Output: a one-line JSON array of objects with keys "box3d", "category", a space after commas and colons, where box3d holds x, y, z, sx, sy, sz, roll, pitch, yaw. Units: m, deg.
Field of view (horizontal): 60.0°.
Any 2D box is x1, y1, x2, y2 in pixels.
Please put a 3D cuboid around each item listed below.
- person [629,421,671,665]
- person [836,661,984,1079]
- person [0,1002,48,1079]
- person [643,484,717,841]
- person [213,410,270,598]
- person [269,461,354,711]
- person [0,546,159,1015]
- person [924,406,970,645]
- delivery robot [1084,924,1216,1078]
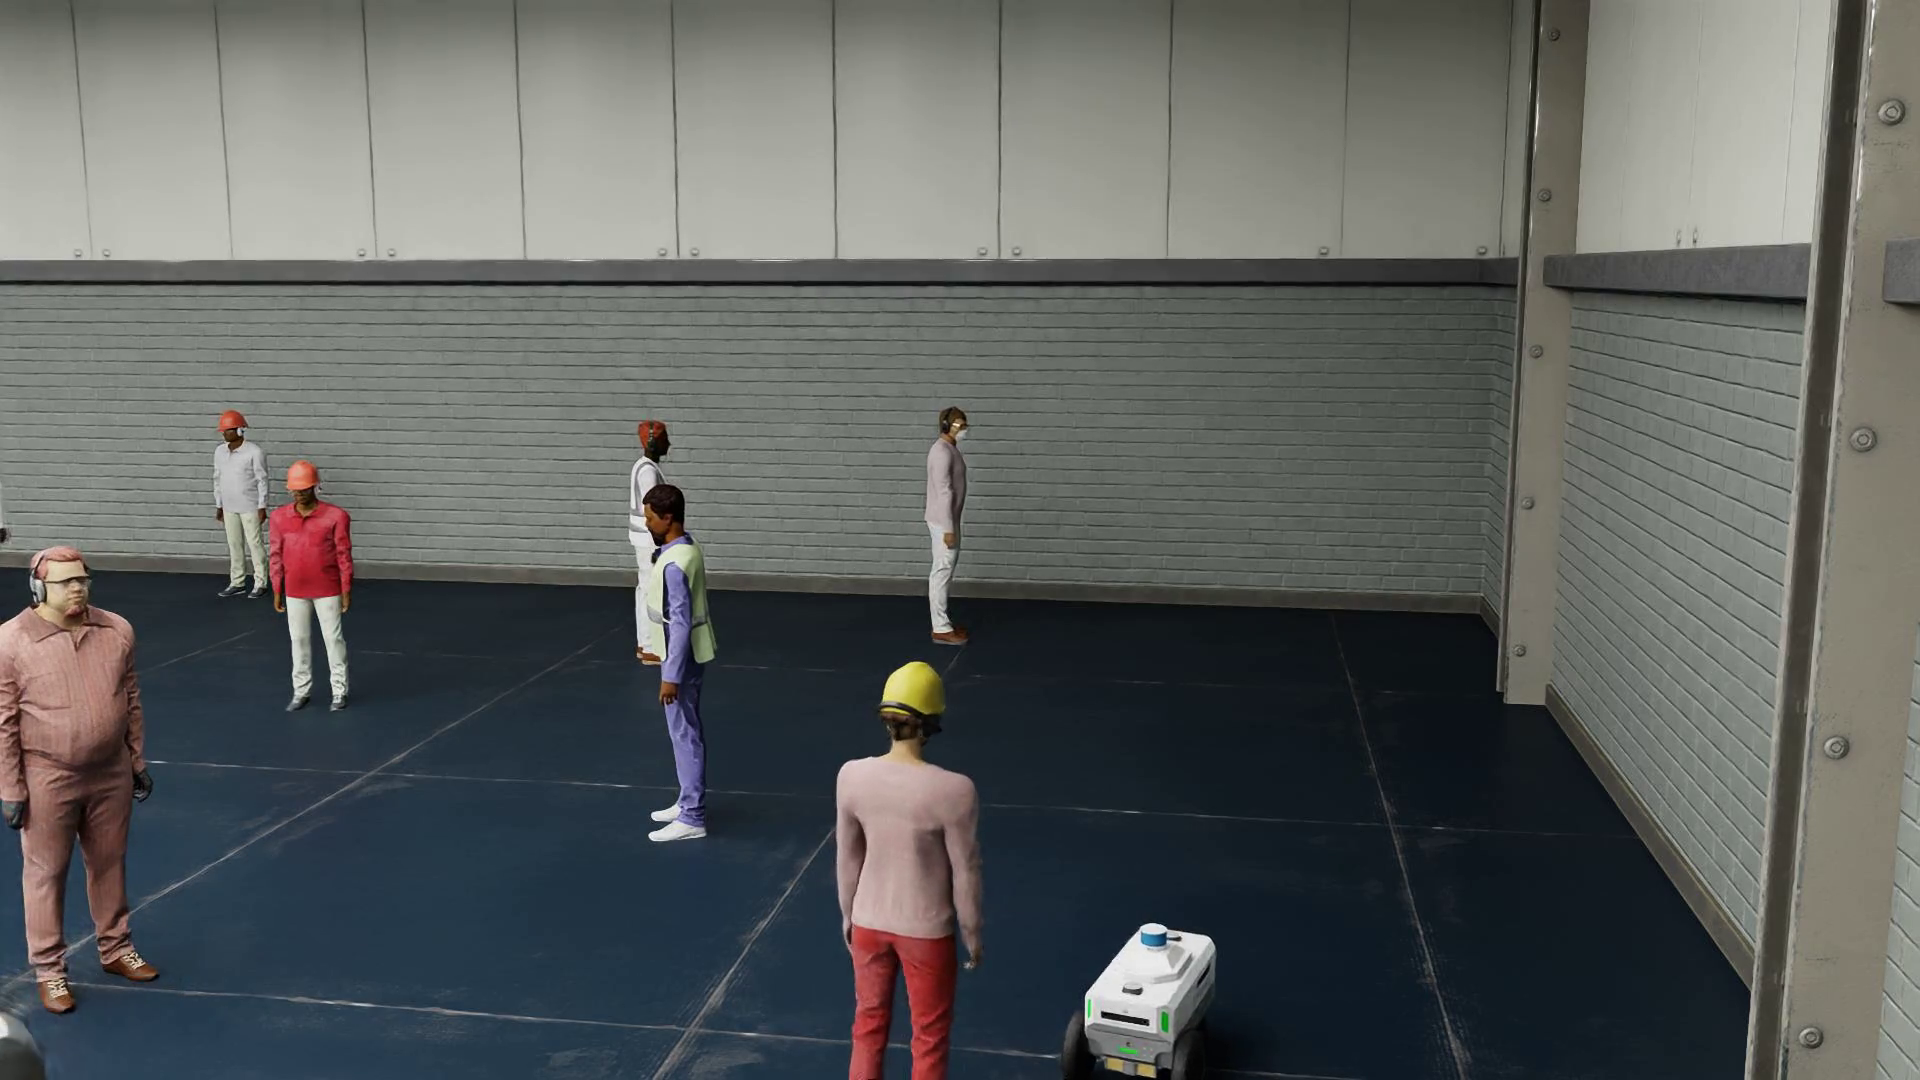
[{"box3d": [-2.376, 0.018, 12.873, 0.362, 1.882, 0.576, -2, 10, -14], "category": "person"}, {"box3d": [-0.161, 1.273, 5.533, 0.527, 1.756, 0.363, 5, 10, 28], "category": "person"}, {"box3d": [-1.929, 1.521, 3.195, 0.655, 2.024, 0.459, 6, 11, 34], "category": "person"}, {"box3d": [-1.498, 0.648, 8.896, 0.392, 1.914, 0.587, -1, 9, -5], "category": "person"}, {"box3d": [-6.682, -0.330, 15.418, 0.573, 1.748, 0.342, 3, 10, 17], "category": "person"}, {"box3d": [-4.465, 0.321, 11.437, 0.570, 1.743, 0.352, 0, 9, -2], "category": "person"}, {"box3d": [-3.672, 0.970, 6.915, 0.410, 1.913, 0.643, 6, 11, 32], "category": "person"}, {"box3d": [-0.101, -0.124, 13.587, 0.374, 1.936, 0.627, 0, 9, 2], "category": "person"}, {"box3d": [0.731, 1.699, 6.301, 0.477, 0.478, 0.707, 4, 10, 23], "category": "delivery robot"}]
